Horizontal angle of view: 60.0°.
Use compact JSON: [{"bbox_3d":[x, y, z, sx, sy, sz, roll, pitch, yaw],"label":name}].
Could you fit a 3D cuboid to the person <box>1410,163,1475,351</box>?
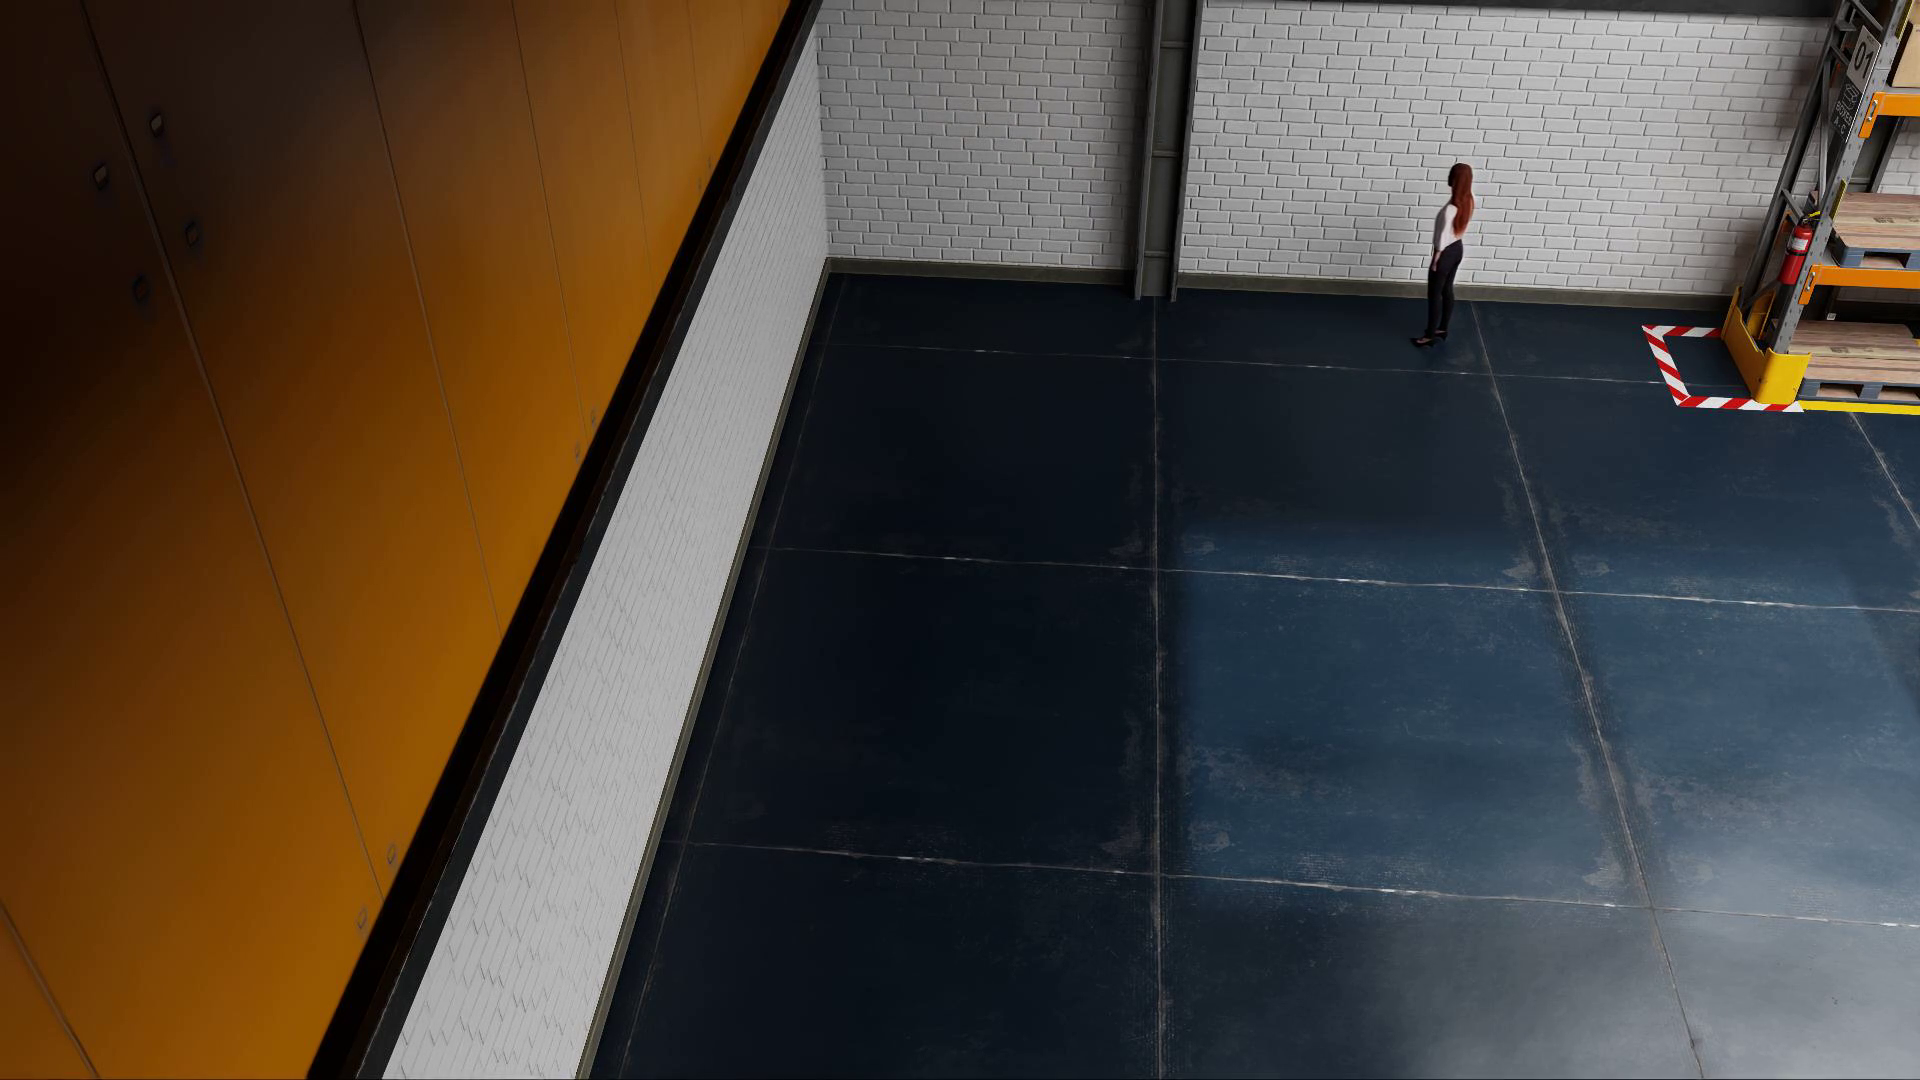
[{"bbox_3d":[4.304,-2.497,14.710,0.681,1.758,0.657,28,47,31],"label":"person"}]
